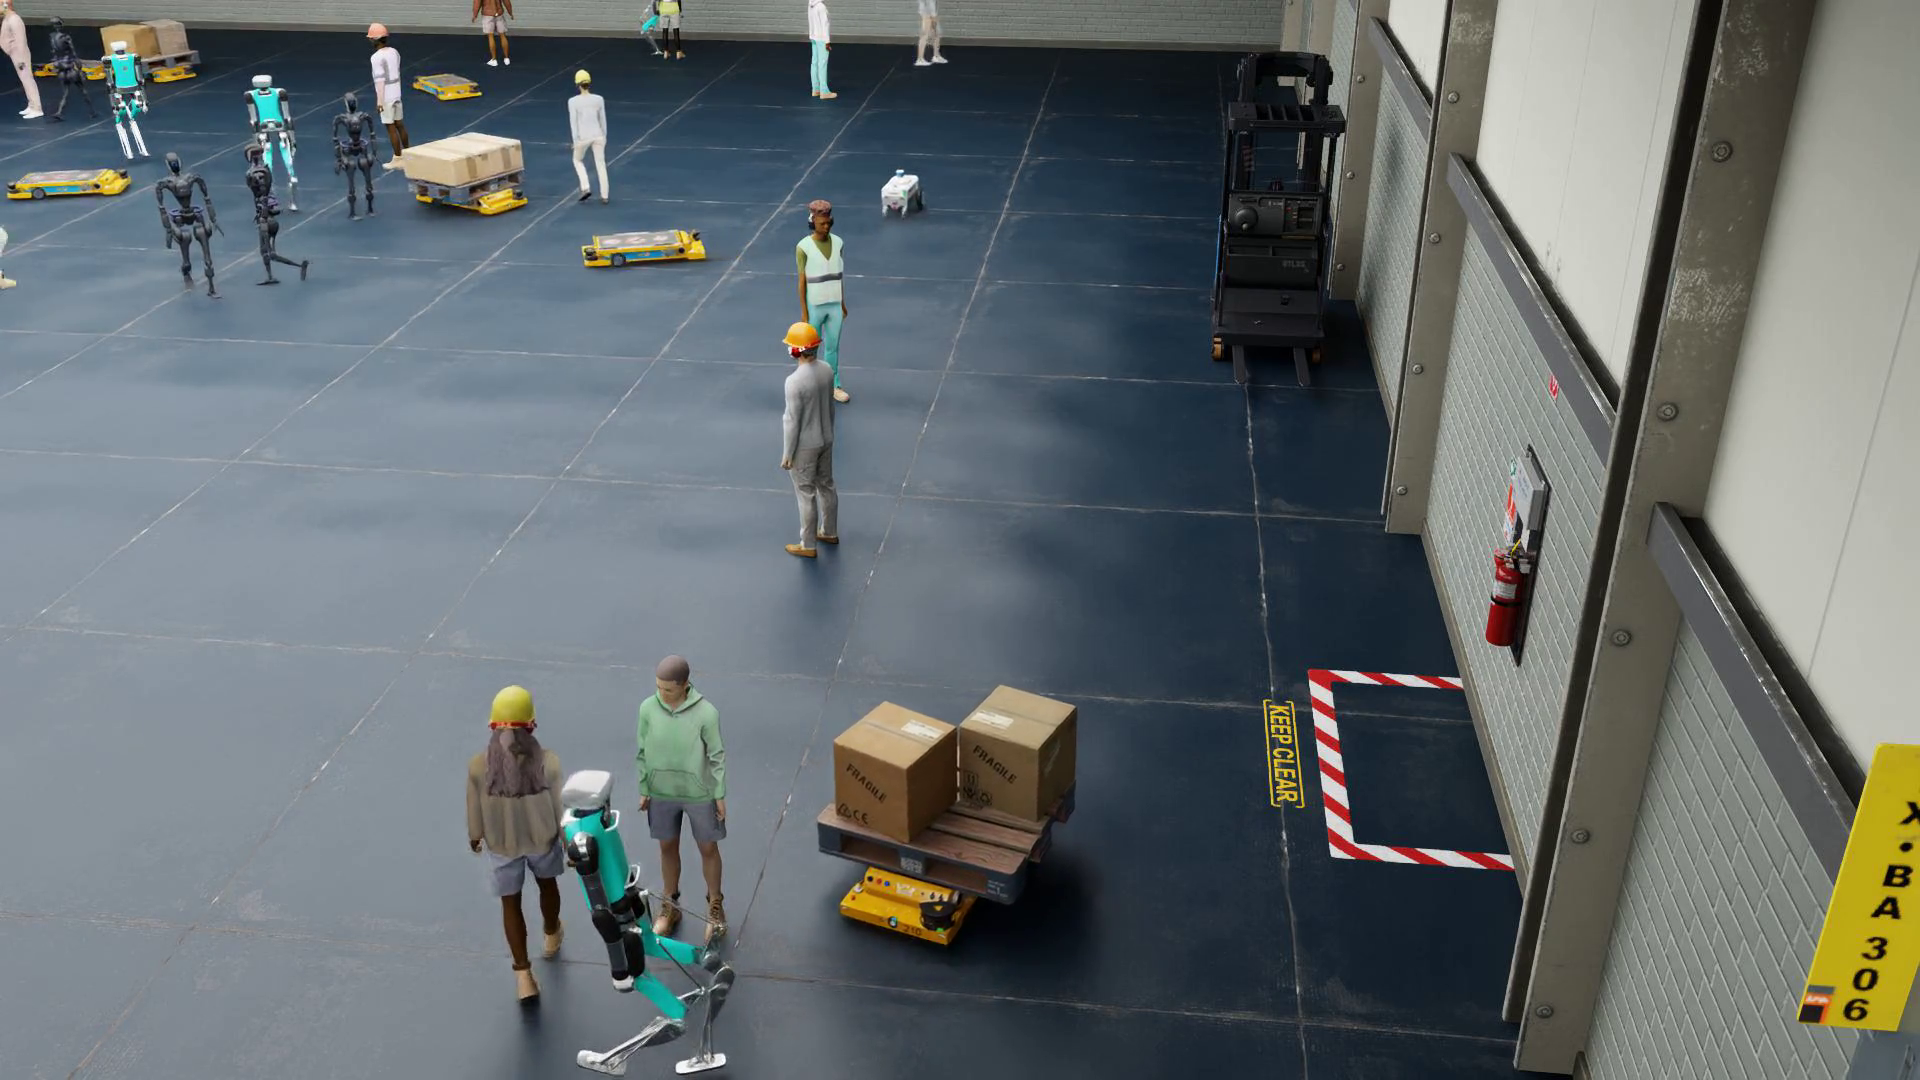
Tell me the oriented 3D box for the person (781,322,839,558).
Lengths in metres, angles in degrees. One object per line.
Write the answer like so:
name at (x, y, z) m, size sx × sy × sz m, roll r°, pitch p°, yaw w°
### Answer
person at (-1.172, -0.776, 12.888) m, size 0.380 × 1.890 × 0.562 m, roll 17°, pitch 31°, yaw 30°

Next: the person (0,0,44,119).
person at (-15.245, -7.811, 26.904) m, size 0.407 × 1.910 × 0.636 m, roll -16°, pitch 31°, yaw -29°

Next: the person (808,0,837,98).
person at (-2.374, -8.496, 28.263) m, size 0.378 × 1.917 × 0.492 m, roll -18°, pitch 32°, yaw -31°

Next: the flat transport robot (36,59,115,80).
flat transport robot at (-15.949, -8.531, 30.169) m, size 1.431 × 0.231 × 0.659 m, roll 8°, pitch 28°, yaw 15°

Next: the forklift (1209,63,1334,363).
forklift at (3.241, -3.477, 17.183) m, size 1.129 × 2.768 × 1.873 m, roll 3°, pitch 27°, yaw 6°

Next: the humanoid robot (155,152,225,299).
humanoid robot at (-8.632, -3.555, 18.680) m, size 0.611 × 1.644 × 0.564 m, roll -17°, pitch 31°, yaw -30°

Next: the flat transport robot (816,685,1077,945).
flat transport robot at (-0.081, 1.766, 9.613) m, size 0.659 × 0.231 × 1.431 m, roll 11°, pitch 29°, yaw 21°

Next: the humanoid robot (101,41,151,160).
humanoid robot at (-12.127, -6.411, 24.148) m, size 0.533 × 1.677 × 0.735 m, roll -21°, pitch 33°, yaw -36°

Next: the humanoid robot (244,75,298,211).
humanoid robot at (-8.947, -5.113, 21.687) m, size 0.551 × 1.770 × 0.673 m, roll -7°, pitch 27°, yaw -14°

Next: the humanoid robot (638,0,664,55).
humanoid robot at (-5.897, -10.073, 31.658) m, size 0.656 × 1.845 × 0.546 m, roll -3°, pitch 27°, yaw -5°

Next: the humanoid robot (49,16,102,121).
humanoid robot at (-14.373, -7.566, 26.734) m, size 0.586 × 1.649 × 0.733 m, roll 12°, pitch 29°, yaw 23°

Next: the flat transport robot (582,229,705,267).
flat transport robot at (-3.852, -3.547, 20.219) m, size 1.431 × 0.231 × 0.659 m, roll -6°, pitch 27°, yaw -13°

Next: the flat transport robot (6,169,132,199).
flat transport robot at (-12.283, -4.907, 22.935) m, size 1.431 × 0.231 × 0.659 m, roll -5°, pitch 27°, yaw -9°

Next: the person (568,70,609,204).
person at (-4.945, -5.376, 22.237) m, size 0.534 × 1.732 × 0.509 m, roll -18°, pitch 32°, yaw -32°

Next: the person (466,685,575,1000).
person at (-2.221, 1.527, 8.457) m, size 0.557 × 1.736 × 0.738 m, roll -6°, pitch 27°, yaw -12°

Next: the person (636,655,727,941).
person at (-1.457, 1.357, 8.791) m, size 0.472 × 1.736 × 0.337 m, roll 3°, pitch 27°, yaw 6°

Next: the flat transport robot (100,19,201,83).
flat transport robot at (-14.557, -8.466, 30.039) m, size 1.431 × 0.231 × 0.659 m, roll 16°, pitch 31°, yaw 28°

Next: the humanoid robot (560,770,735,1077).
humanoid robot at (-1.397, 1.844, 7.812) m, size 0.938 × 1.723 × 0.569 m, roll -2°, pitch 27°, yaw -4°

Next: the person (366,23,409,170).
person at (-8.212, -6.354, 23.845) m, size 0.373 × 2.041 × 0.613 m, roll 5°, pitch 27°, yaw 10°

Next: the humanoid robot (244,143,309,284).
humanoid robot at (-7.897, -3.740, 19.045) m, size 0.593 × 1.634 × 0.588 m, roll -15°, pitch 30°, yaw -27°

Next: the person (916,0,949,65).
person at (-0.487, -9.734, 30.805) m, size 0.745 × 1.852 × 0.498 m, roll 1°, pitch 27°, yaw 1°

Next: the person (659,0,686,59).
person at (-5.487, -9.977, 31.463) m, size 0.531 × 1.694 × 0.319 m, roll 6°, pitch 27°, yaw 13°

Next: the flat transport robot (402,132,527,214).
flat transport robot at (-6.591, -4.636, 22.394) m, size 1.431 × 0.231 × 0.659 m, roll 15°, pitch 30°, yaw 28°

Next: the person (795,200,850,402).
person at (-1.301, -2.236, 15.696) m, size 0.492 × 1.978 × 0.390 m, roll -18°, pitch 32°, yaw -32°

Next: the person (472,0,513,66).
person at (-8.656, -9.751, 30.841) m, size 0.796 × 1.856 × 0.397 m, roll -16°, pitch 31°, yaw -28°

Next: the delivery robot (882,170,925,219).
delivery robot at (-0.780, -4.590, 21.968) m, size 0.499 × 0.581 × 0.767 m, roll 6°, pitch 27°, yaw 12°

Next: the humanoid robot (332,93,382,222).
humanoid robot at (-7.792, -4.957, 21.479) m, size 0.610 × 1.640 × 0.364 m, roll -20°, pitch 33°, yaw -35°

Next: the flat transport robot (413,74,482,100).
flat transport robot at (-8.890, -7.851, 28.812) m, size 0.659 × 0.231 × 1.431 m, roll -19°, pitch 32°, yaw -33°

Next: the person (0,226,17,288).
person at (-11.131, -3.761, 18.856) m, size 0.548 × 1.878 × 0.539 m, roll -18°, pitch 32°, yaw -32°
